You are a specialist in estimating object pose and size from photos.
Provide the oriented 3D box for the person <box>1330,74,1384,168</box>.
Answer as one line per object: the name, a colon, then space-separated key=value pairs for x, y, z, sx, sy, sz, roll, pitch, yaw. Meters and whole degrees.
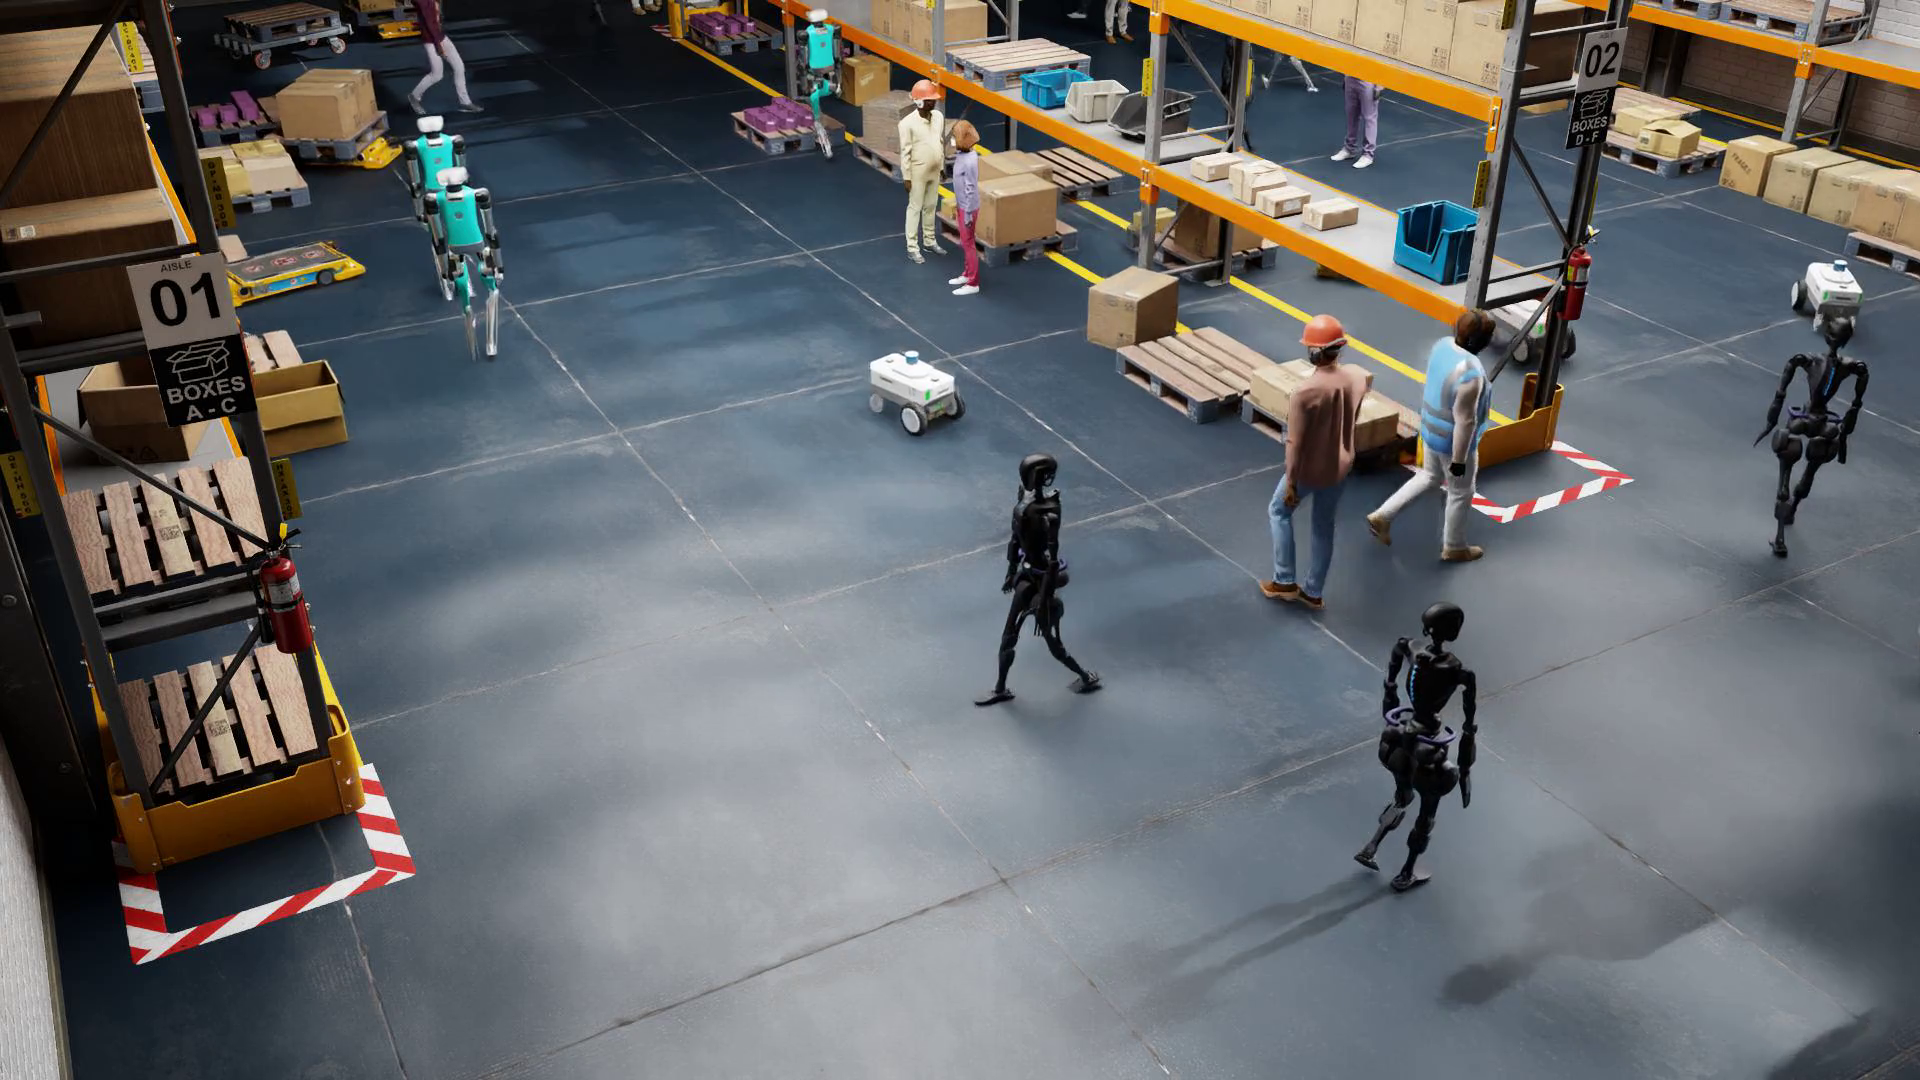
person: x=4.551 y=-5.187 z=18.810 sx=0.406 sy=1.898 sz=0.632 roll=-17 pitch=34 yaw=-27

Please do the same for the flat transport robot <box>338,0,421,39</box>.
flat transport robot: x=-8.532 y=-7.756 z=24.911 sx=0.659 sy=0.231 sz=1.431 roll=-18 pitch=34 yaw=-28

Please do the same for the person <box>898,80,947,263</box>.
person: x=-0.343 y=-3.590 z=16.162 sx=0.320 sy=1.755 sz=0.571 roll=25 pitch=38 yaw=36

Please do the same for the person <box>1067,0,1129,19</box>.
person: x=2.169 y=-8.840 z=25.288 sx=0.974 sy=1.781 sz=0.556 roll=-1 pitch=30 yaw=-2

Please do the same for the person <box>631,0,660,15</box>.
person: x=-4.930 y=-9.076 z=25.637 sx=0.429 sy=1.838 sz=0.621 roll=19 pitch=35 yaw=30

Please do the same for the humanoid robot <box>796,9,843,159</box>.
humanoid robot: x=-1.659 y=-5.230 z=19.035 sx=0.573 sy=1.742 sz=0.998 roll=-14 pitch=33 yaw=-23

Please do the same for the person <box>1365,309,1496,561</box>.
person: x=3.195 y=-0.682 z=11.042 sx=0.717 sy=1.822 sz=0.630 roll=-4 pitch=30 yaw=-8

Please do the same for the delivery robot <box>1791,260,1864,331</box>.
delivery robot: x=7.867 y=-2.233 z=15.012 sx=0.499 sy=0.597 sz=0.779 roll=6 pitch=30 yaw=11

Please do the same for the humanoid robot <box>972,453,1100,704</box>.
humanoid robot: x=0.468 y=0.246 z=9.634 sx=0.779 sy=1.647 sz=0.586 roll=-12 pitch=32 yaw=-20

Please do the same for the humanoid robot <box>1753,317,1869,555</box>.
humanoid robot: x=5.767 y=-0.757 z=11.347 sx=0.584 sy=1.633 sz=0.735 roll=7 pitch=31 yaw=12

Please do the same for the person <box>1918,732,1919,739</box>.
person: x=5.785 y=0.361 z=9.096 sx=0.623 sy=1.955 sz=0.383 roll=25 pitch=38 yaw=37

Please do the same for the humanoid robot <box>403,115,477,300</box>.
humanoid robot: x=-4.741 y=-3.048 z=15.226 sx=0.530 sy=1.774 sz=0.681 roll=-12 pitch=32 yaw=-20

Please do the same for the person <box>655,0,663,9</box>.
person: x=-4.626 y=-9.177 z=25.889 sx=0.562 sy=1.755 sz=0.320 roll=3 pitch=30 yaw=5

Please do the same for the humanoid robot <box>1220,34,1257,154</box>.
humanoid robot: x=3.227 y=-5.229 z=19.097 sx=0.408 sy=1.639 sz=0.599 roll=-15 pitch=33 yaw=-24

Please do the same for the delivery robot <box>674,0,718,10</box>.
delivery robot: x=-4.064 y=-8.300 z=25.563 sx=0.771 sy=0.587 sz=0.499 roll=-20 pitch=35 yaw=-31

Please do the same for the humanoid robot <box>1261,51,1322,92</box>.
humanoid robot: x=4.344 y=-6.713 z=21.637 sx=0.933 sy=1.771 sz=0.538 roll=7 pitch=31 yaw=12

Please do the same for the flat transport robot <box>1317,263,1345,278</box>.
flat transport robot: x=4.207 y=-2.683 z=16.081 sx=1.431 sy=0.231 sz=0.659 roll=7 pitch=31 yaw=13

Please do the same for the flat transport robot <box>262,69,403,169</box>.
flat transport robot: x=-7.263 y=-4.484 z=19.215 sx=1.431 sy=0.231 sz=0.659 roll=1 pitch=30 yaw=2

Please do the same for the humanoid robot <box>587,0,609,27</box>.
humanoid robot: x=-5.519 y=-8.541 z=24.952 sx=0.589 sy=1.629 sz=0.782 roll=-11 pitch=32 yaw=-18

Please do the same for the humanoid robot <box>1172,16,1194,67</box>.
humanoid robot: x=3.092 y=-7.338 z=22.770 sx=0.359 sy=1.653 sz=0.589 roll=9 pitch=31 yaw=16

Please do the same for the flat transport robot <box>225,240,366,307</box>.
flat transport robot: x=-6.480 y=-2.525 z=15.804 sx=1.431 sy=0.231 sz=0.659 roll=-25 pitch=38 yaw=-36

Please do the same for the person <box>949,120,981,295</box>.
person: x=0.051 y=-3.080 z=15.411 sx=0.280 sy=1.628 sz=0.501 roll=-5 pitch=30 yaw=-8

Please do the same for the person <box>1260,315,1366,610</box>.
person: x=2.237 y=-0.479 z=10.550 sx=0.616 sy=1.966 sz=0.539 roll=-13 pitch=32 yaw=-22

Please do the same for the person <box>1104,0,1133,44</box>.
person: x=2.316 y=-8.159 z=23.983 sx=0.562 sy=1.897 sz=0.352 roll=-18 pitch=34 yaw=-28

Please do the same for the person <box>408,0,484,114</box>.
person: x=-6.501 y=-6.212 z=20.592 sx=0.800 sy=1.901 sz=0.502 roll=6 pitch=30 yaw=10

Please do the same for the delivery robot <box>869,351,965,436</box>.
delivery robot: x=-0.360 y=-1.188 z=13.211 sx=0.808 sy=0.614 sz=0.499 roll=26 pitch=39 yaw=38

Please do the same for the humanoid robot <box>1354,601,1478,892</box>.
humanoid robot: x=2.246 y=1.042 z=8.179 sx=0.434 sy=1.640 sz=0.591 roll=-20 pitch=35 yaw=-31

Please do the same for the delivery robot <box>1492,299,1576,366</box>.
delivery robot: x=4.927 y=-1.876 z=14.381 sx=0.499 sy=0.587 sz=0.787 roll=-10 pitch=31 yaw=-17

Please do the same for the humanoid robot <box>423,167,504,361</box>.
humanoid robot: x=-4.103 y=-2.284 z=14.018 sx=0.552 sy=1.883 sz=0.748 roll=-5 pitch=30 yaw=-9

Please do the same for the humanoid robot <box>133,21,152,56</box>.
humanoid robot: x=-11.007 y=-6.919 z=22.066 sx=0.627 sy=1.637 sz=0.612 roll=20 pitch=36 yaw=31
